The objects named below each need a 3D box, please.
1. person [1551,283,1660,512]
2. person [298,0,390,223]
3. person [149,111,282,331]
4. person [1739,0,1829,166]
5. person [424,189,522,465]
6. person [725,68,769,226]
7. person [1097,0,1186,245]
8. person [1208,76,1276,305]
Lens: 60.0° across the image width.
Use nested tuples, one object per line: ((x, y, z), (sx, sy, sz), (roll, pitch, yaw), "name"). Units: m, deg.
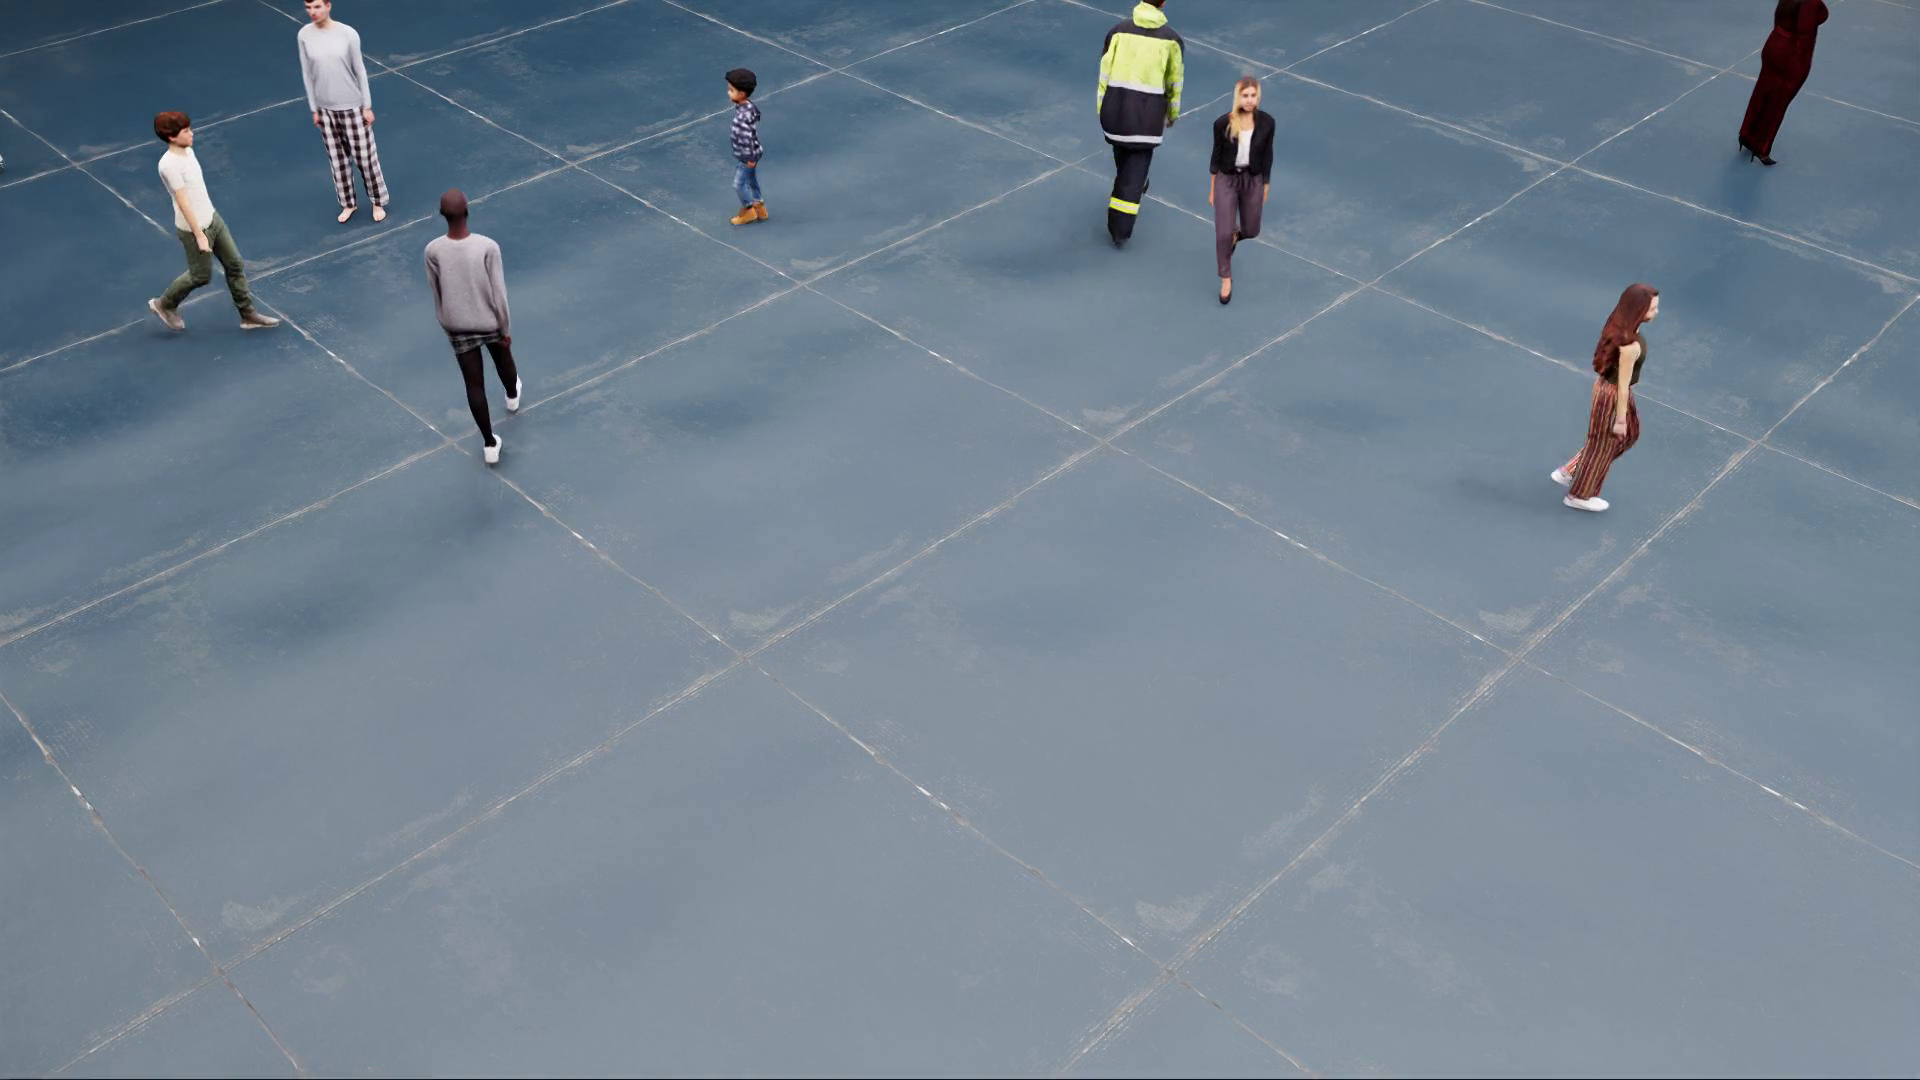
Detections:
((3.751, -0.837, 9.789), (0.778, 1.548, 0.728), (8, 38, 11), "person")
((-4.791, -3.371, 12.874), (0.691, 1.847, 0.761), (-1, 37, -2), "person")
((-5.305, -2.134, 11.426), (1.064, 1.629, 1.027), (1, 37, 1), "person")
((6.834, -4.001, 13.781), (0.815, 1.752, 0.762), (-1, 37, -2), "person")
((-2.987, -1.265, 10.193), (1.092, 1.739, 1.056), (-7, 38, -9), "person")
((-1.612, -3.058, 12.963), (0.660, 1.240, 0.615), (-8, 38, -11), "person")
((1.281, -3.195, 12.583), (1.142, 1.919, 1.322), (6, 38, 8), "person")
((1.990, -2.538, 11.935), (0.883, 1.657, 0.952), (1, 37, 2), "person")
